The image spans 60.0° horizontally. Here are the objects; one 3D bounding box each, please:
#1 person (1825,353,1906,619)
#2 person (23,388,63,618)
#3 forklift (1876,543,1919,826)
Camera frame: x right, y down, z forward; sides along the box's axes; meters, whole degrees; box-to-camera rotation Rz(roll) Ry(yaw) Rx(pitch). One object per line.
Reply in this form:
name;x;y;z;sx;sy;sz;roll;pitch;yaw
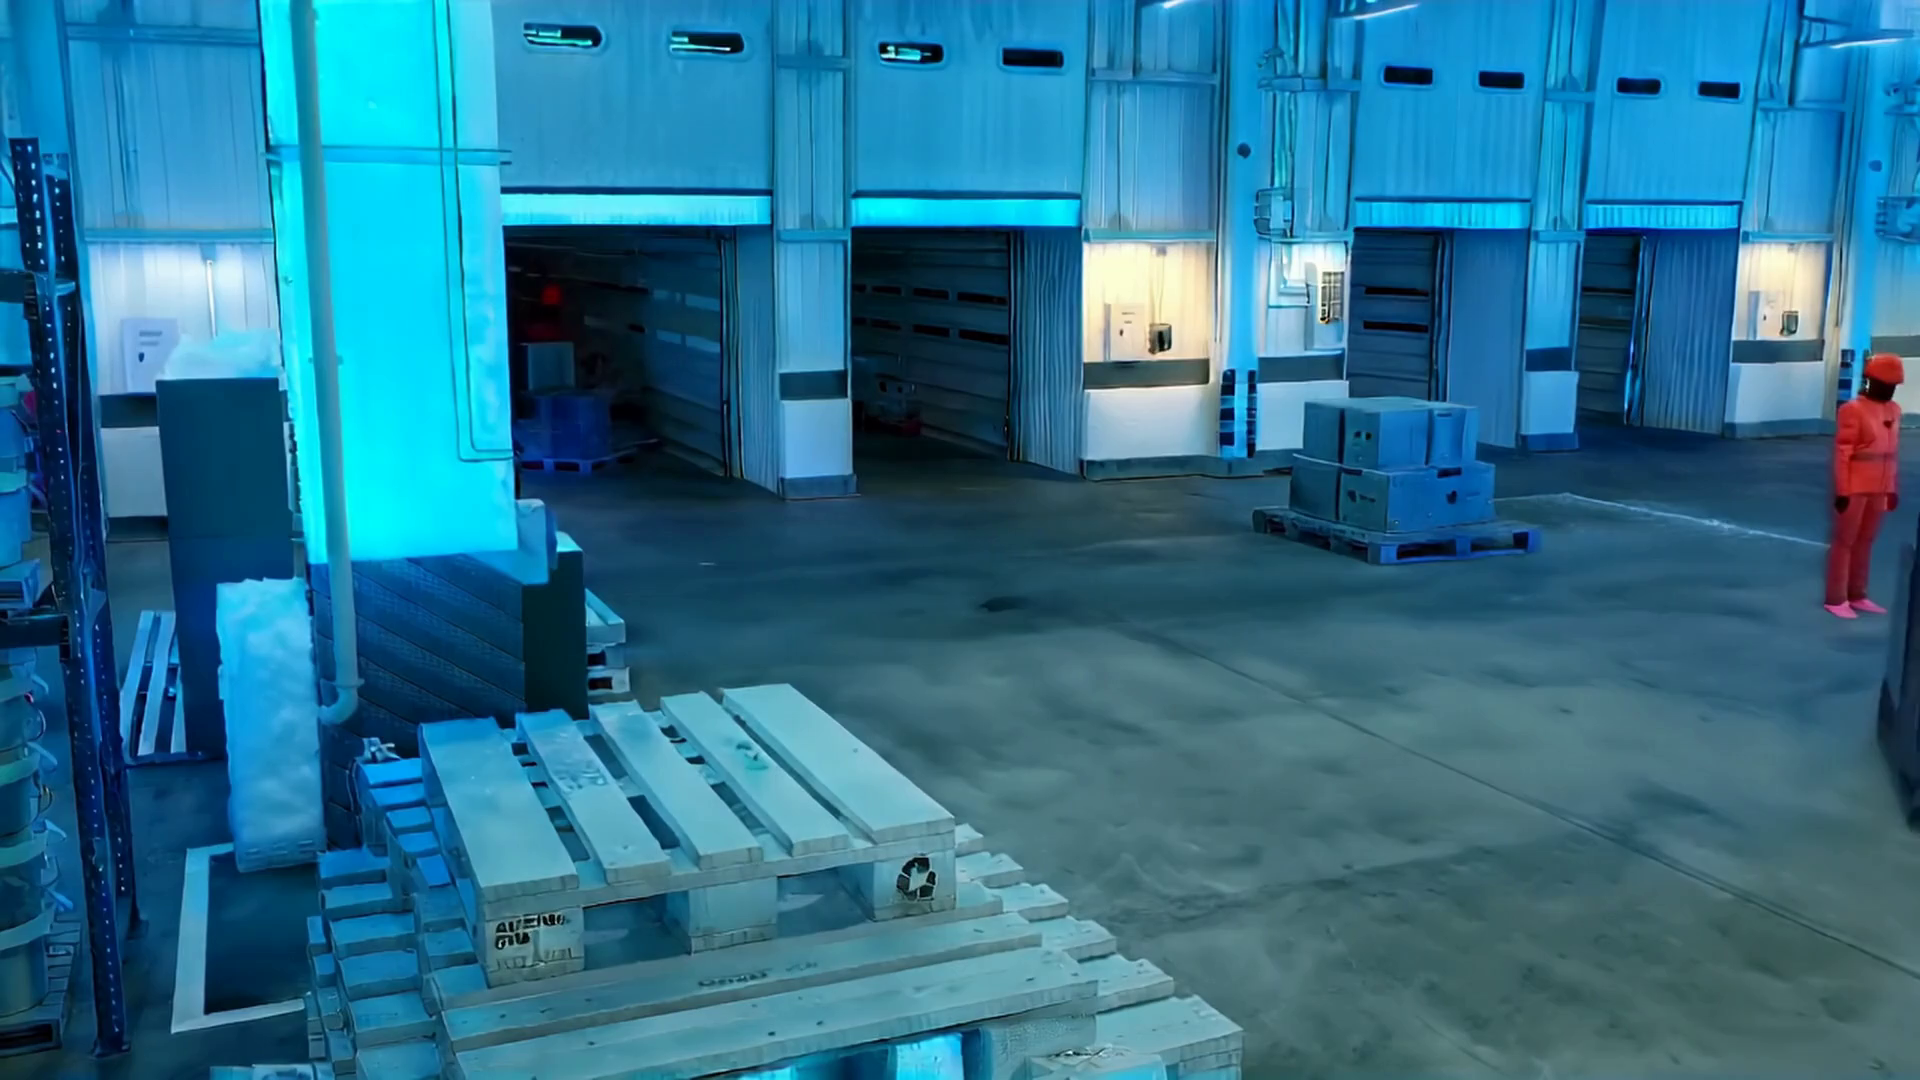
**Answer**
person;6.554;-0.392;12.000;0.585;1.918;0.381;-5;11;-24
person;-6.517;-0.257;11.872;0.541;1.682;0.458;2;10;9
forklift;5.205;-0.147;7.997;1.129;2.768;1.873;5;11;25
